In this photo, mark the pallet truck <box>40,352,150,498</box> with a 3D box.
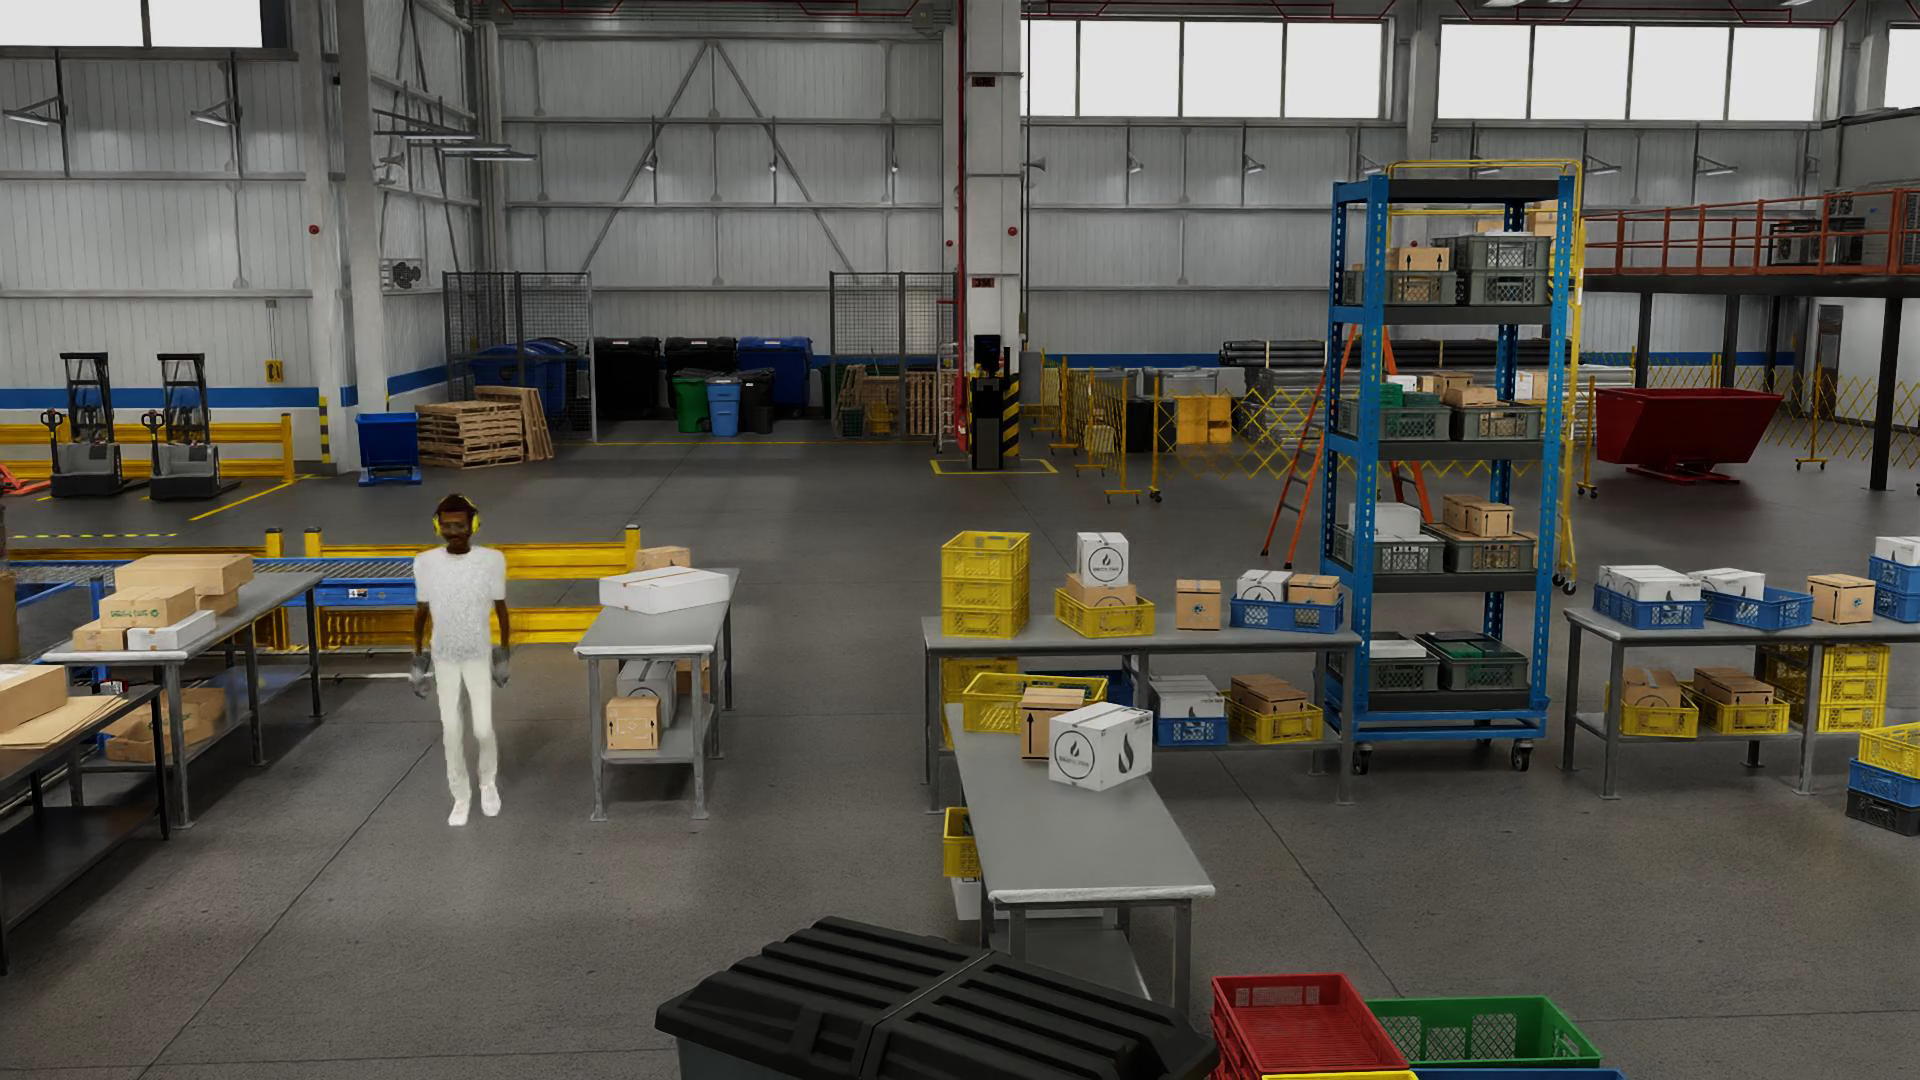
[{"bbox_3d":[-11.907,-1.642,23.165,0.823,1.965,1.885,0,9,0],"label":"pallet truck"}]

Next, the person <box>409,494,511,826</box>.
[{"bbox_3d":[-2.752,0.666,9.145,0.525,1.855,0.418,-1,9,-8],"label":"person"}]

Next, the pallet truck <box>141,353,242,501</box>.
[{"bbox_3d":[-10.520,-1.604,22.925,0.823,1.965,1.885,-1,9,-6],"label":"pallet truck"}]

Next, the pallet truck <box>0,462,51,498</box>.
[{"bbox_3d":[-13.193,-1.293,23.148,0.653,1.274,1.630,-1,9,-4],"label":"pallet truck"}]
